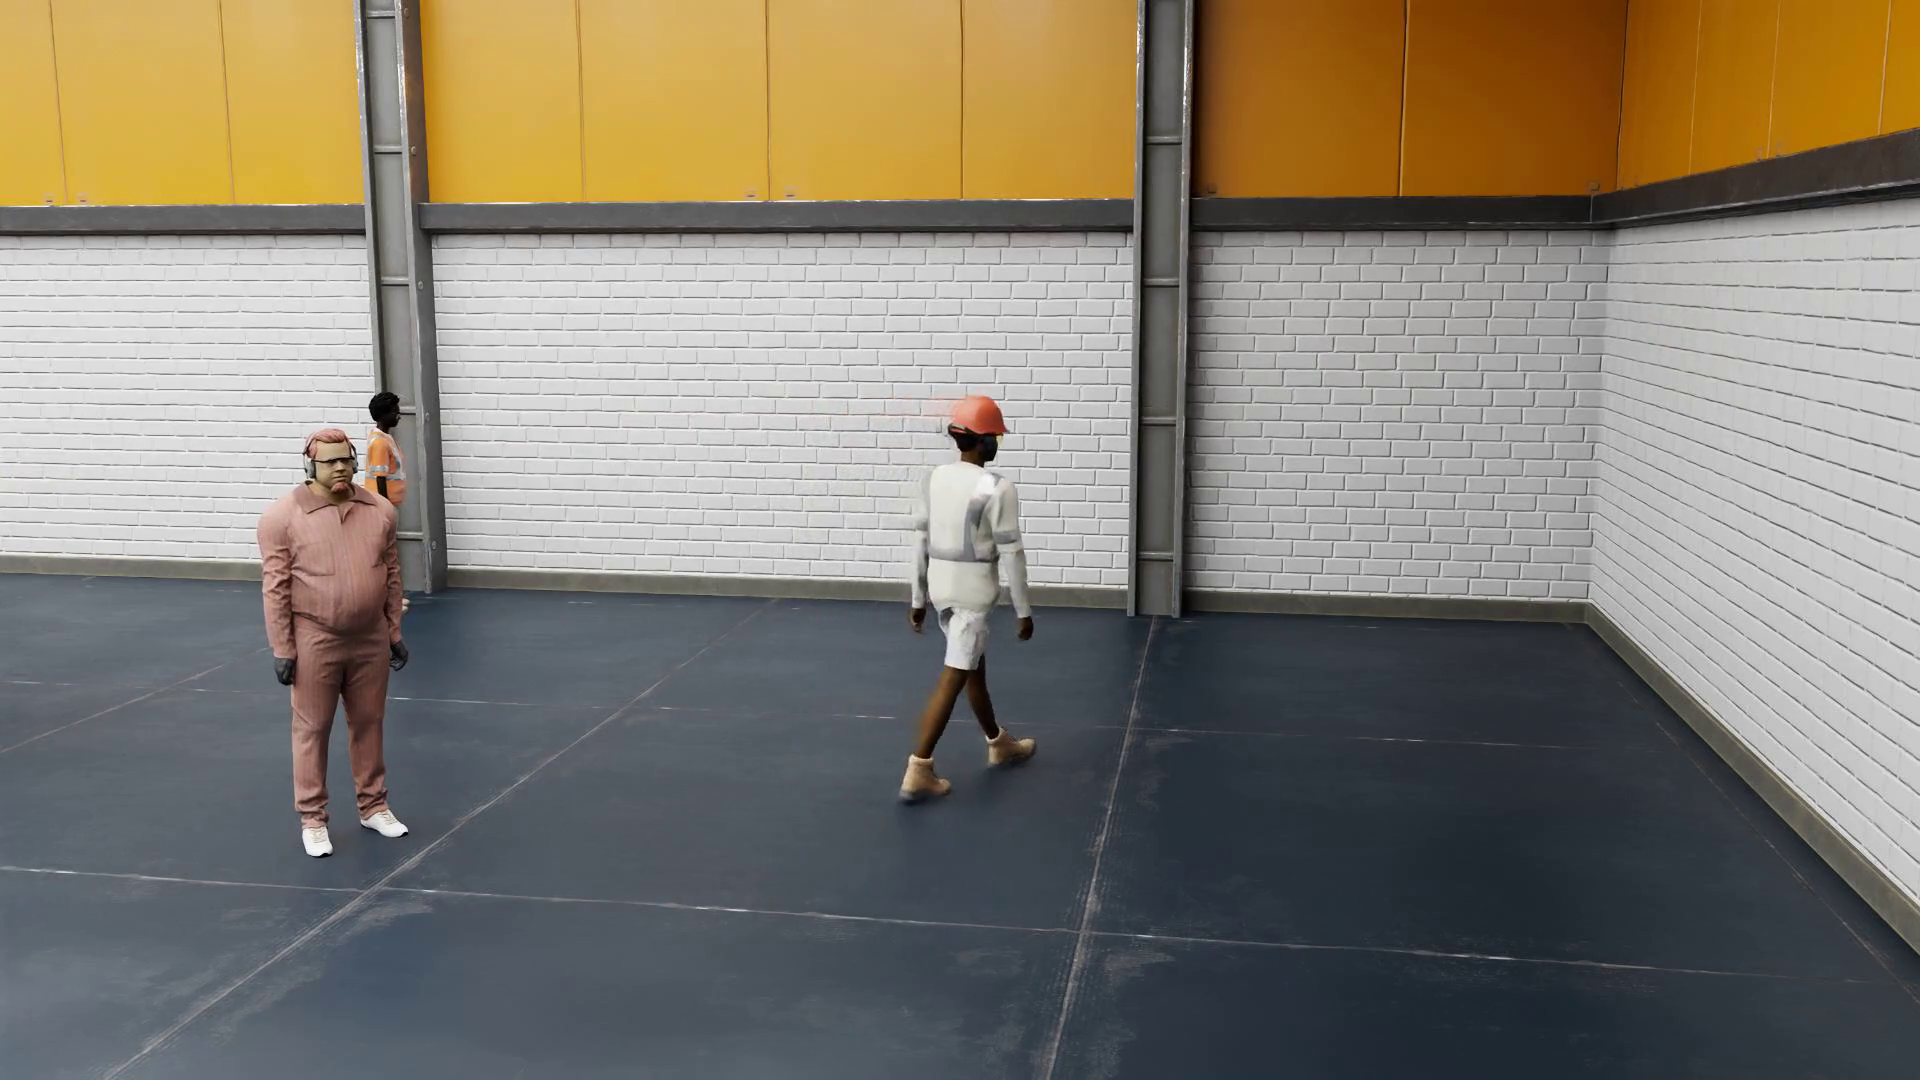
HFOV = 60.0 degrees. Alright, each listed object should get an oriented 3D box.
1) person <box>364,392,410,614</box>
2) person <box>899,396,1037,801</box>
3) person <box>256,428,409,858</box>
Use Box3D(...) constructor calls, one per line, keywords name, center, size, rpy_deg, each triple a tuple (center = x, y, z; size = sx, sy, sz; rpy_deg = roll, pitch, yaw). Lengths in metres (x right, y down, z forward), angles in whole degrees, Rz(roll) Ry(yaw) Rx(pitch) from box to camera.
Box3D(name="person", center=(-4.364, -0.280, 12.653), size=(0.318, 1.691, 0.530), rpy_deg=(-3, 10, -16))
Box3D(name="person", center=(0.040, 0.276, 8.343), size=(1.066, 1.986, 0.630), rpy_deg=(-9, 13, -44))
Box3D(name="person", center=(-2.791, 0.447, 7.502), size=(0.410, 1.909, 0.643), rpy_deg=(9, 13, 43))
